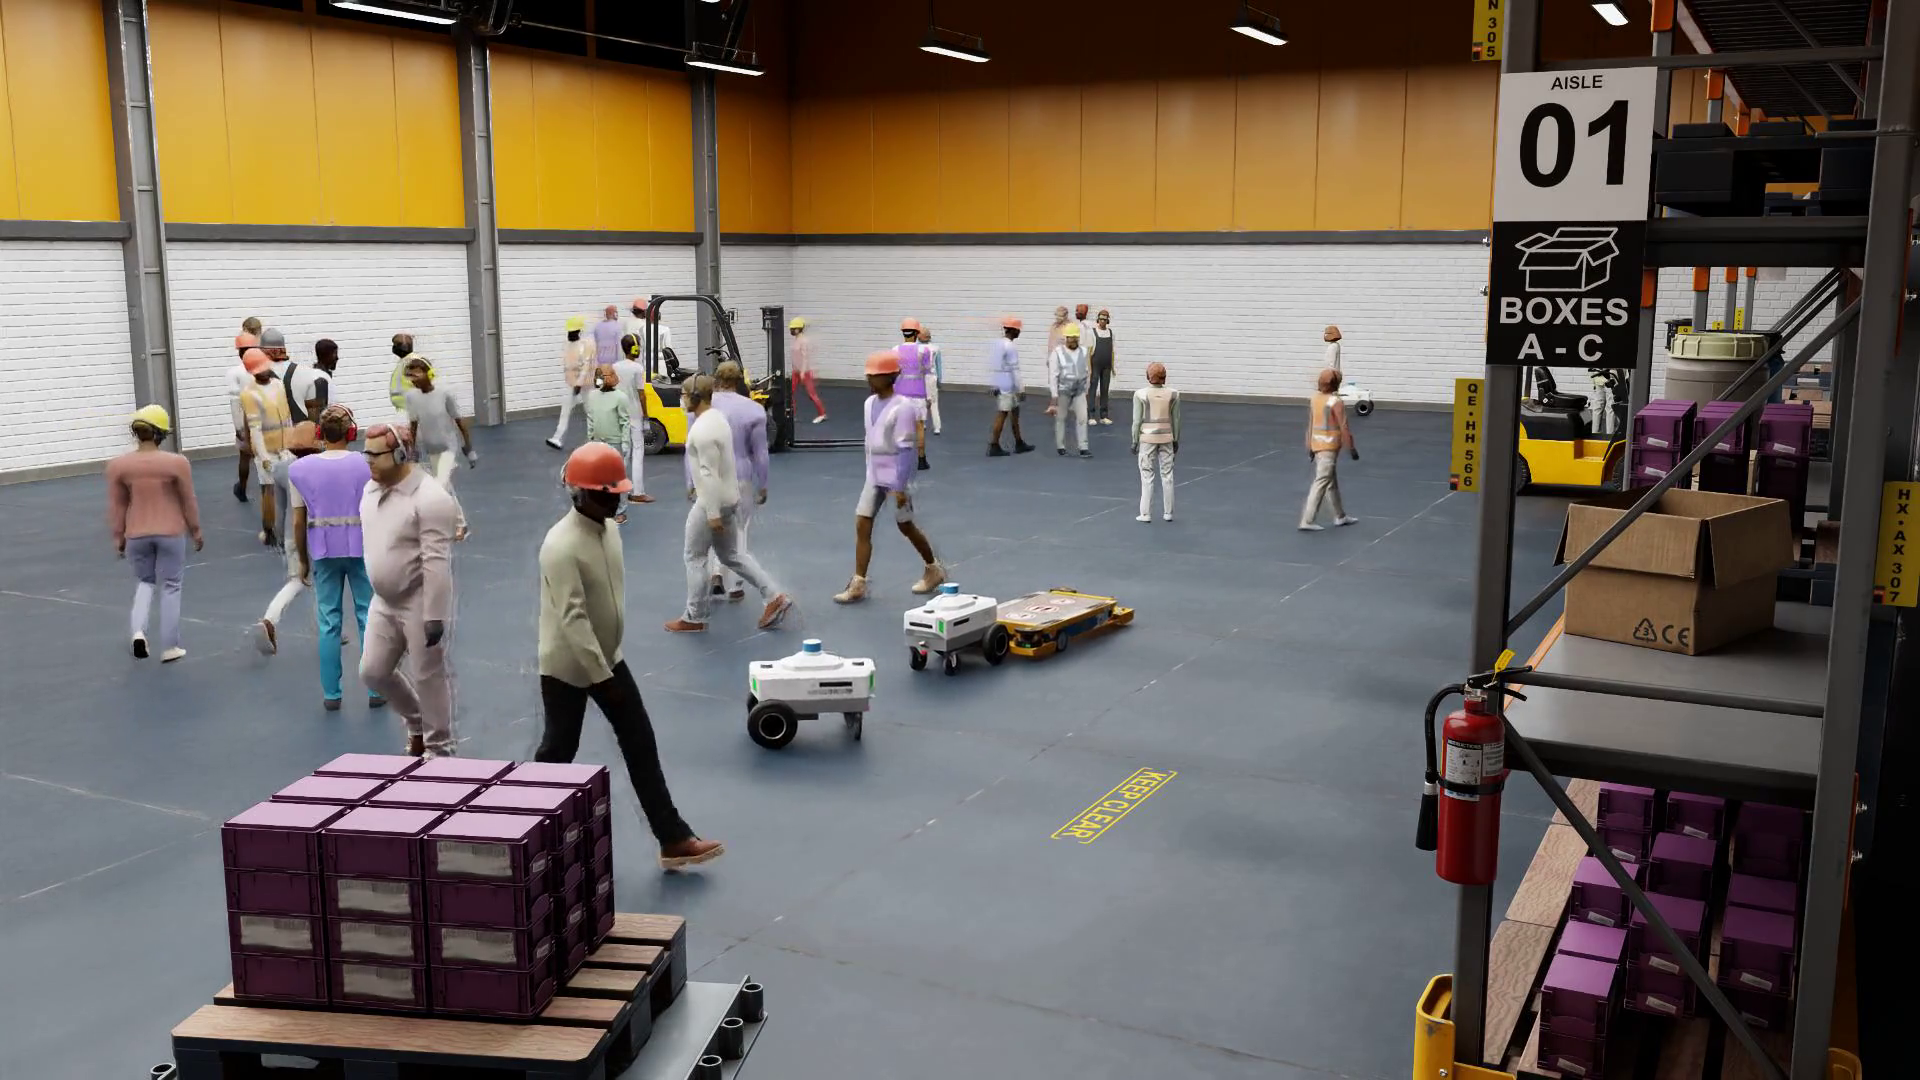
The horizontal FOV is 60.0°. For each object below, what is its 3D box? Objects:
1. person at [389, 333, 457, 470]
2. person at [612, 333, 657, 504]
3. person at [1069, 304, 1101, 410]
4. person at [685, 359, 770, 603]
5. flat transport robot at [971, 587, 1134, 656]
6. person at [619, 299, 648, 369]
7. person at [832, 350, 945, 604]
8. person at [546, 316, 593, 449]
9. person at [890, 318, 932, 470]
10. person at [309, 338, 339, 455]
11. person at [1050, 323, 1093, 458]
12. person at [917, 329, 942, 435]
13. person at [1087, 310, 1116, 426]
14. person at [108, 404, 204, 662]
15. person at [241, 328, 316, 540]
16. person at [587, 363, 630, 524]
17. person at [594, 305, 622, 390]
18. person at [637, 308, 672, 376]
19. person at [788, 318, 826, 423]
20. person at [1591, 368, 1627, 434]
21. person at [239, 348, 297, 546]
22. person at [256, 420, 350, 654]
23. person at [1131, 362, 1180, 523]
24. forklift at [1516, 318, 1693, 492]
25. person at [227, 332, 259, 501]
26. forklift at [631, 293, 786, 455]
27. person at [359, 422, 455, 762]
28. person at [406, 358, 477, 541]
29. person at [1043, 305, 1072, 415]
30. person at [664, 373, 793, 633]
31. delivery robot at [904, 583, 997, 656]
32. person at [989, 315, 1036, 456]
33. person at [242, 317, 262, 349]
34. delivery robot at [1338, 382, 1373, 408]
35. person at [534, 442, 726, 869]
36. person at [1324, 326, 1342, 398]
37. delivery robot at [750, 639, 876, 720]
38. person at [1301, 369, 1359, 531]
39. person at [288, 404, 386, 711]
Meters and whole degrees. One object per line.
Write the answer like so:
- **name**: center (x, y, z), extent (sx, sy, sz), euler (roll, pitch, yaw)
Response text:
- **person**: center (-6.582, -1.607, 20.107), extent (0.922, 1.809, 0.625), euler (-4, 11, -24)
- **person**: center (-3.610, -1.334, 18.299), extent (0.533, 1.868, 0.309), euler (7, 12, 35)
- **person**: center (2.178, -3.188, 29.031), extent (0.615, 1.867, 0.591), euler (5, 11, 25)
- **person**: center (-1.814, -0.463, 13.090), extent (0.661, 1.920, 0.447), euler (0, 10, 1)
- **flat transport robot**: center (0.620, 0.570, 11.894), extent (0.652, 0.197, 1.431), euler (6, 12, 33)
- **person**: center (-5.240, -2.934, 27.219), extent (0.615, 1.988, 0.897), euler (5, 11, 25)
- **person**: center (-0.530, -0.513, 13.180), extent (1.026, 2.003, 0.622), euler (-8, 12, -38)
- **person**: center (-5.400, -2.203, 23.353), extent (0.577, 1.859, 1.013), euler (5, 11, 27)
- **person**: center (-0.621, -1.844, 21.079), extent (0.542, 1.927, 0.374), euler (1, 10, 7)
- **person**: center (-6.657, -1.130, 17.095), extent (0.793, 1.881, 0.620), euler (-4, 11, -24)
- **person**: center (1.512, -1.982, 22.239), extent (0.622, 1.798, 0.792), euler (-4, 11, -22)
- **person**: center (-0.539, -2.394, 25.199), extent (0.541, 1.601, 0.530), euler (-2, 10, -12)
- **person**: center (2.259, -2.750, 26.572), extent (0.507, 1.842, 0.351), euler (-4, 11, -23)
- **person**: center (-5.390, -0.036, 11.163), extent (0.524, 1.741, 0.376), euler (-1, 10, -5)
- **person**: center (-6.538, -1.012, 15.935), extent (0.674, 2.000, 0.535), euler (-8, 13, -39)
- **person**: center (-3.575, -0.976, 16.898), extent (0.498, 1.634, 0.284), euler (5, 11, 27)
- **person**: center (-5.927, -3.010, 28.008), extent (0.651, 1.876, 0.902), euler (5, 11, 27)
- **person**: center (-4.903, -2.811, 26.805), extent (0.575, 1.885, 0.355), euler (1, 10, 4)
- **person**: center (-2.532, -2.710, 26.701), extent (0.915, 1.719, 0.530), euler (-7, 12, -37)
- **person**: center (9.270, -2.256, 23.728), extent (0.403, 1.837, 0.591), euler (-5, 11, -26)
- **person**: center (-6.398, -0.850, 15.477), extent (0.455, 1.878, 0.651), euler (5, 11, 25)
- **person**: center (-4.491, -0.003, 11.336), extent (0.509, 1.611, 0.689), euler (3, 10, 15)
- **person**: center (1.996, -0.991, 16.974), extent (0.523, 1.638, 0.310), euler (-2, 10, -13)
- **forklift**: center (7.066, -1.601, 18.899), extent (2.313, 2.155, 1.214), euler (5, 11, 27)
- **person**: center (-7.709, -1.318, 18.148), extent (0.555, 1.886, 0.955), euler (-7, 12, -36)
- **forklift**: center (-3.588, -2.317, 23.042), extent (2.313, 2.155, 1.214), euler (-1, 10, -5)
- **person**: center (-2.871, 0.327, 8.614), extent (0.660, 1.887, 0.420), euler (6, 11, 31)
- **person**: center (-4.848, -0.815, 15.551), extent (0.559, 1.790, 1.014), euler (3, 10, 16)
- **person**: center (1.754, -3.065, 28.318), extent (0.657, 1.873, 0.704), euler (-5, 11, -29)
- **person**: center (-1.680, -0.258, 12.018), extent (0.872, 1.905, 0.638), euler (1, 10, 5)
- **delivery robot**: center (-0.061, 0.531, 11.028), extent (0.477, 0.478, 0.707), euler (7, 12, 33)
- **person**: center (0.757, -2.083, 22.509), extent (0.851, 1.902, 0.582), euler (-4, 10, -19)
- **person**: center (-8.993, -1.927, 21.595), extent (0.524, 1.917, 0.763), euler (-2, 10, -11)
- **delivery robot**: center (6.640, -2.445, 28.254), extent (0.707, 0.478, 0.477), euler (3, 10, 17)
- **person**: center (-1.497, 0.545, 7.181), extent (0.986, 1.942, 0.616), euler (3, 10, 18)
- **person**: center (5.708, -2.468, 25.537), extent (0.268, 1.632, 0.507), euler (4, 11, 22)
- **delivery robot**: center (-0.832, 0.808, 9.423), extent (0.707, 0.478, 0.477), euler (-1, 10, -7)
- **person**: center (3.696, -0.890, 16.509), extent (0.745, 1.601, 0.516), euler (-3, 10, -16)
- **person**: center (-3.698, 0.113, 9.982), extent (0.564, 1.846, 0.390), euler (-2, 10, -11)
